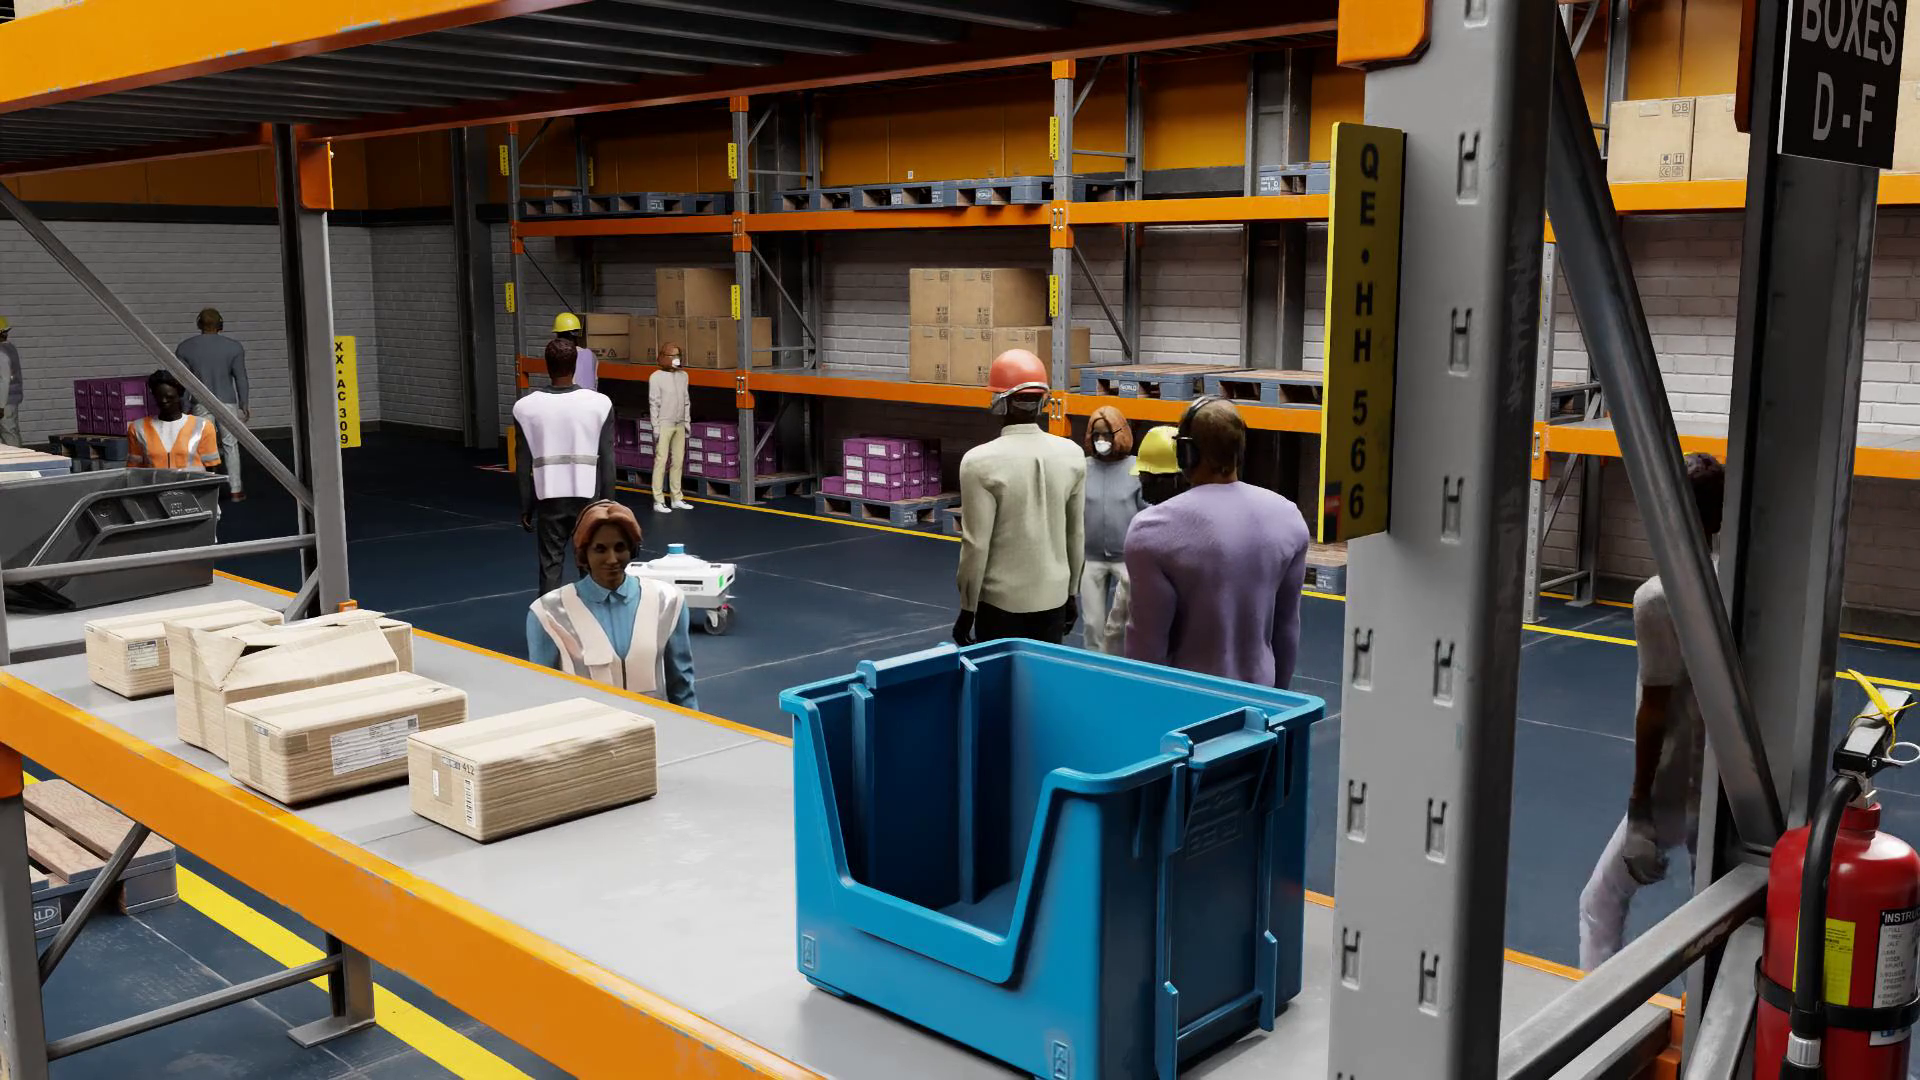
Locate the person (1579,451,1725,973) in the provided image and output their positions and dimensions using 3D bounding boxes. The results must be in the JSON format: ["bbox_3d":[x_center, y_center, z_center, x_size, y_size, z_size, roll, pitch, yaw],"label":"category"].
[{"bbox_3d":[1.883,0.679,4.475,0.532,1.831,0.745,-4,10,-24],"label":"person"}]

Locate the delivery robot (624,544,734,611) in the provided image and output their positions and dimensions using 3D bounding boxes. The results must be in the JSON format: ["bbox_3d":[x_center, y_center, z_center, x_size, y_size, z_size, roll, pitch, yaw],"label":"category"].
[{"bbox_3d":[-1.810,0.267,10.635,0.707,0.478,0.477,1,9,5],"label":"delivery robot"}]

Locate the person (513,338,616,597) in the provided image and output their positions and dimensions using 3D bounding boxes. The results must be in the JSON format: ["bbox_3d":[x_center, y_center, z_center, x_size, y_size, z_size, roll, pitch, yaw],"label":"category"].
[{"bbox_3d":[-2.336,-0.237,9.887,0.581,1.911,0.392,-1,9,-9],"label":"person"}]

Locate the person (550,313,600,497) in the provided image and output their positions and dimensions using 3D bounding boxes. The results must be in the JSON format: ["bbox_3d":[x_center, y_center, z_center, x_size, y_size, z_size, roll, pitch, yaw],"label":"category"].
[{"bbox_3d":[-3.552,-1.121,15.276,0.401,1.918,0.588,4,10,24],"label":"person"}]

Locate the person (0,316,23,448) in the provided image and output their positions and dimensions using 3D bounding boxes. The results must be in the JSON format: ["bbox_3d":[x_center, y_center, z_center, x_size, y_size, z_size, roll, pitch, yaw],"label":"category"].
[{"bbox_3d":[-10.264,-1.497,17.824,0.404,1.833,0.587,-4,10,-23],"label":"person"}]

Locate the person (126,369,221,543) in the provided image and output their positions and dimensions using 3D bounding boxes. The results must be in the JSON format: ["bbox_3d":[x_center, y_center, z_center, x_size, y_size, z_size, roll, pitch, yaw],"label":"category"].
[{"bbox_3d":[-4.910,-0.221,10.415,0.541,1.696,0.316,-3,10,-16],"label":"person"}]

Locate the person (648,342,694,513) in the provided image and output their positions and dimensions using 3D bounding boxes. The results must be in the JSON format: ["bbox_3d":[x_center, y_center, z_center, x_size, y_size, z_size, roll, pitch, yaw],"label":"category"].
[{"bbox_3d":[-2.761,-1.072,15.867,0.282,1.626,0.491,6,11,34],"label":"person"}]

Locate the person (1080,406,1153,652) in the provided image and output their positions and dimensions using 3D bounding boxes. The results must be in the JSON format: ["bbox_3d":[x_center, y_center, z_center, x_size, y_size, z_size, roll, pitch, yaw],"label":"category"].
[{"bbox_3d":[0.769,0.122,8.544,0.507,1.623,0.290,3,10,20],"label":"person"}]

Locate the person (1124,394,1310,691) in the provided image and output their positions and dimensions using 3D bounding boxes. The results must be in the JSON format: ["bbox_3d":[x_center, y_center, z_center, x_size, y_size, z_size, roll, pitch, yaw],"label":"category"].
[{"bbox_3d":[0.766,0.517,5.153,0.632,1.940,0.372,-5,10,-26],"label":"person"}]

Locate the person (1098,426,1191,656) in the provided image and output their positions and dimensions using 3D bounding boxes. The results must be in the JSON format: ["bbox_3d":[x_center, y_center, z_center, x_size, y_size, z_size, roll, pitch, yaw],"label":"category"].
[{"bbox_3d":[0.686,0.456,6.121,0.676,1.745,0.538,-3,10,-18],"label":"person"}]

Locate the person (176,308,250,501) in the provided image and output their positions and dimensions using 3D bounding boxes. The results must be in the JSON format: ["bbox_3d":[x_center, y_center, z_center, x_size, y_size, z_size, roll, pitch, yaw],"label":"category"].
[{"bbox_3d":[-7.399,-1.328,16.529,0.644,1.931,0.465,-3,10,-16],"label":"person"}]

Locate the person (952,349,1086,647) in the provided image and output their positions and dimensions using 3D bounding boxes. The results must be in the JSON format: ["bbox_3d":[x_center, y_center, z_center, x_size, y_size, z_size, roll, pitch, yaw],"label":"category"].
[{"bbox_3d":[0.237,0.225,6.768,0.622,1.993,0.382,-6,11,-35],"label":"person"}]

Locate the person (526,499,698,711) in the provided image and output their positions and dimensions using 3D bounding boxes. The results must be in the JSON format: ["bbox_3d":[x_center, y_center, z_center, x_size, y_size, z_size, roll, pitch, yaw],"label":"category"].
[{"bbox_3d":[-1.052,0.686,5.059,0.514,1.634,0.312,-5,10,-26],"label":"person"}]
